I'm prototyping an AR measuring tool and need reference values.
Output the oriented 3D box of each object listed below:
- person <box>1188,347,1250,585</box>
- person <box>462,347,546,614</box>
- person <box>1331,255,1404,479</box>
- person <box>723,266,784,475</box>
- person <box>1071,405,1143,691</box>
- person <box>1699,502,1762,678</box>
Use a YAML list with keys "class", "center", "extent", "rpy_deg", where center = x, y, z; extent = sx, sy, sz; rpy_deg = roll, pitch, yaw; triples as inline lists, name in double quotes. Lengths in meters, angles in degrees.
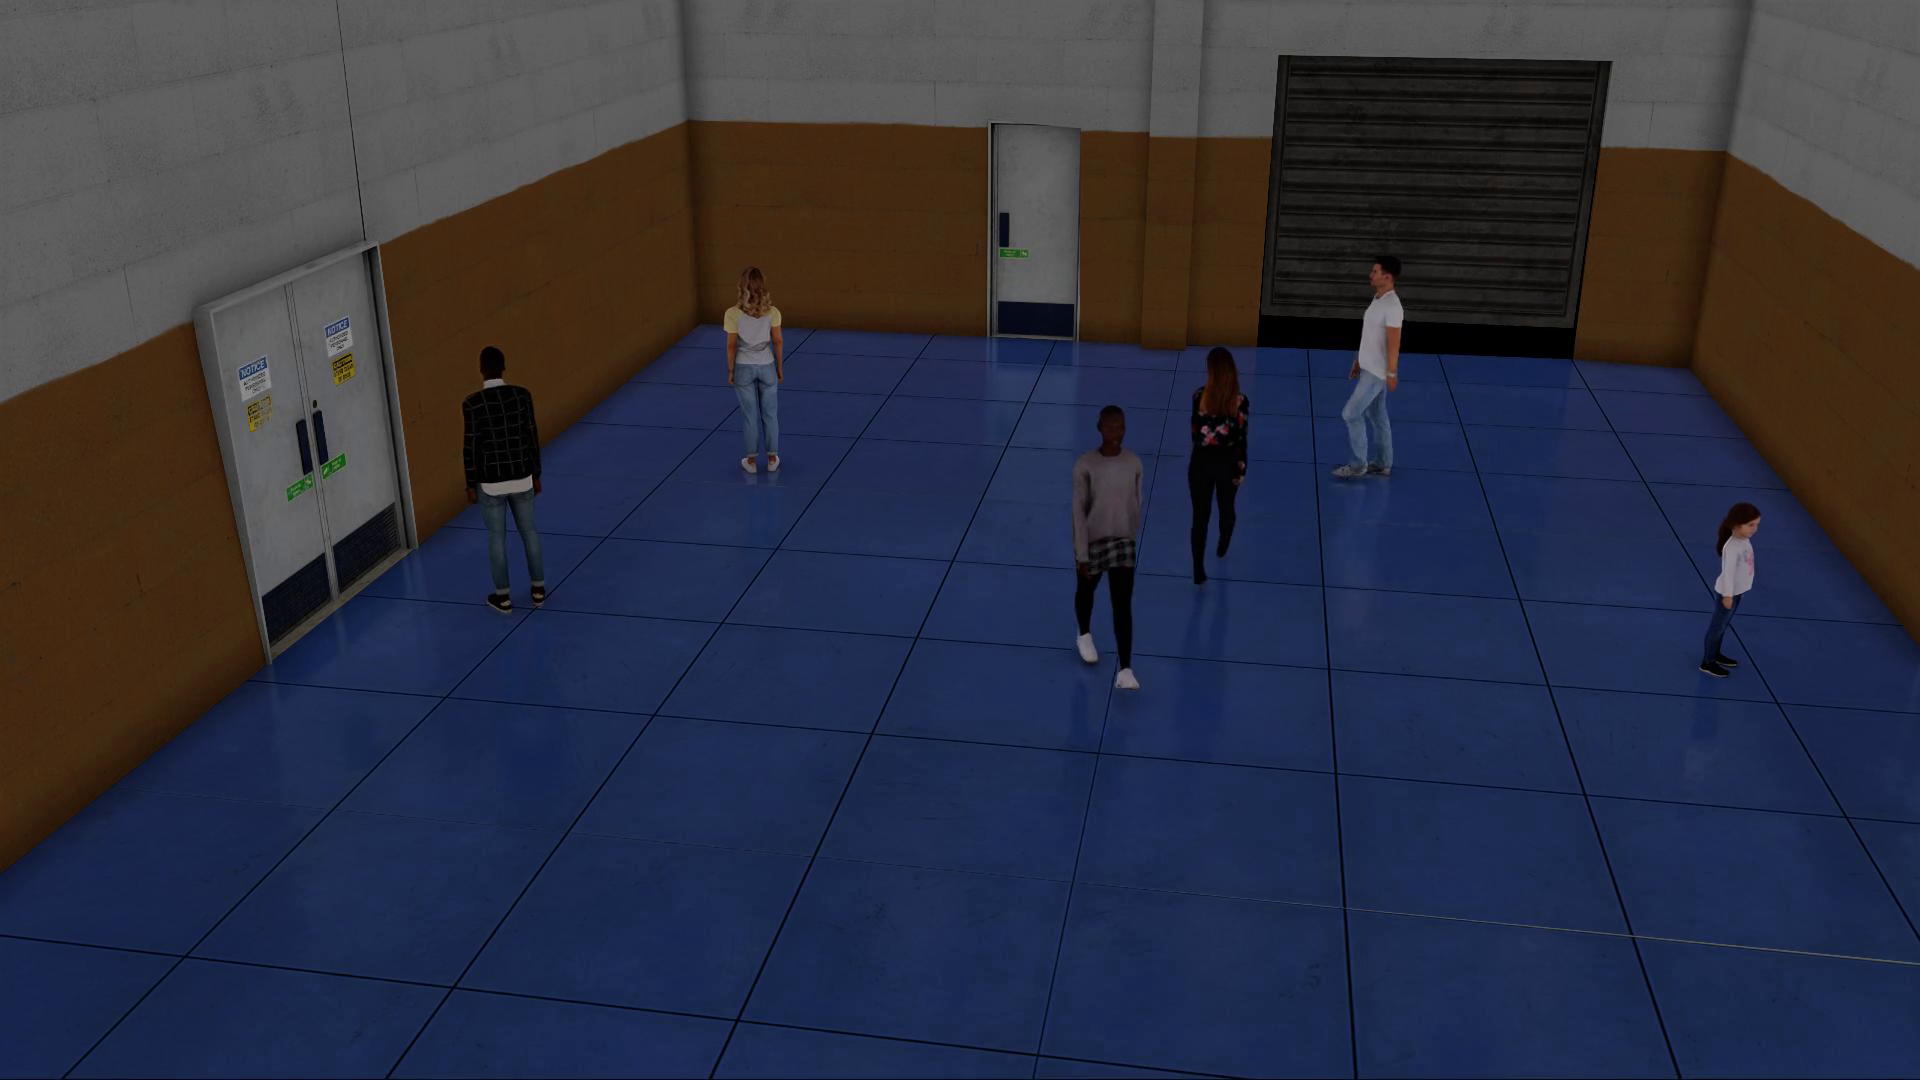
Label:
- class: "person"
  center: [1.743, -0.472, 11.538]
  extent: [1.095, 1.632, 0.710]
  rpy_deg: [7, 23, 16]
- class: "person"
  center: [-3.041, -0.404, 11.114]
  extent: [0.742, 1.822, 0.810]
  rpy_deg: [-12, 25, -28]
- class: "person"
  center: [3.476, -1.394, 13.547]
  extent: [0.743, 1.846, 0.686]
  rpy_deg: [3, 22, 7]
- class: "person"
  center: [-1.681, -1.394, 13.691]
  extent: [0.631, 1.723, 0.767]
  rpy_deg: [-6, 23, -14]
- class: "person"
  center: [0.848, 0.012, 10.203]
  extent: [1.175, 1.730, 0.980]
  rpy_deg: [-4, 22, -11]
- class: "person"
  center: [4.789, 0.285, 10.350]
  extent: [0.564, 1.113, 0.520]
  rpy_deg: [17, 27, 35]
